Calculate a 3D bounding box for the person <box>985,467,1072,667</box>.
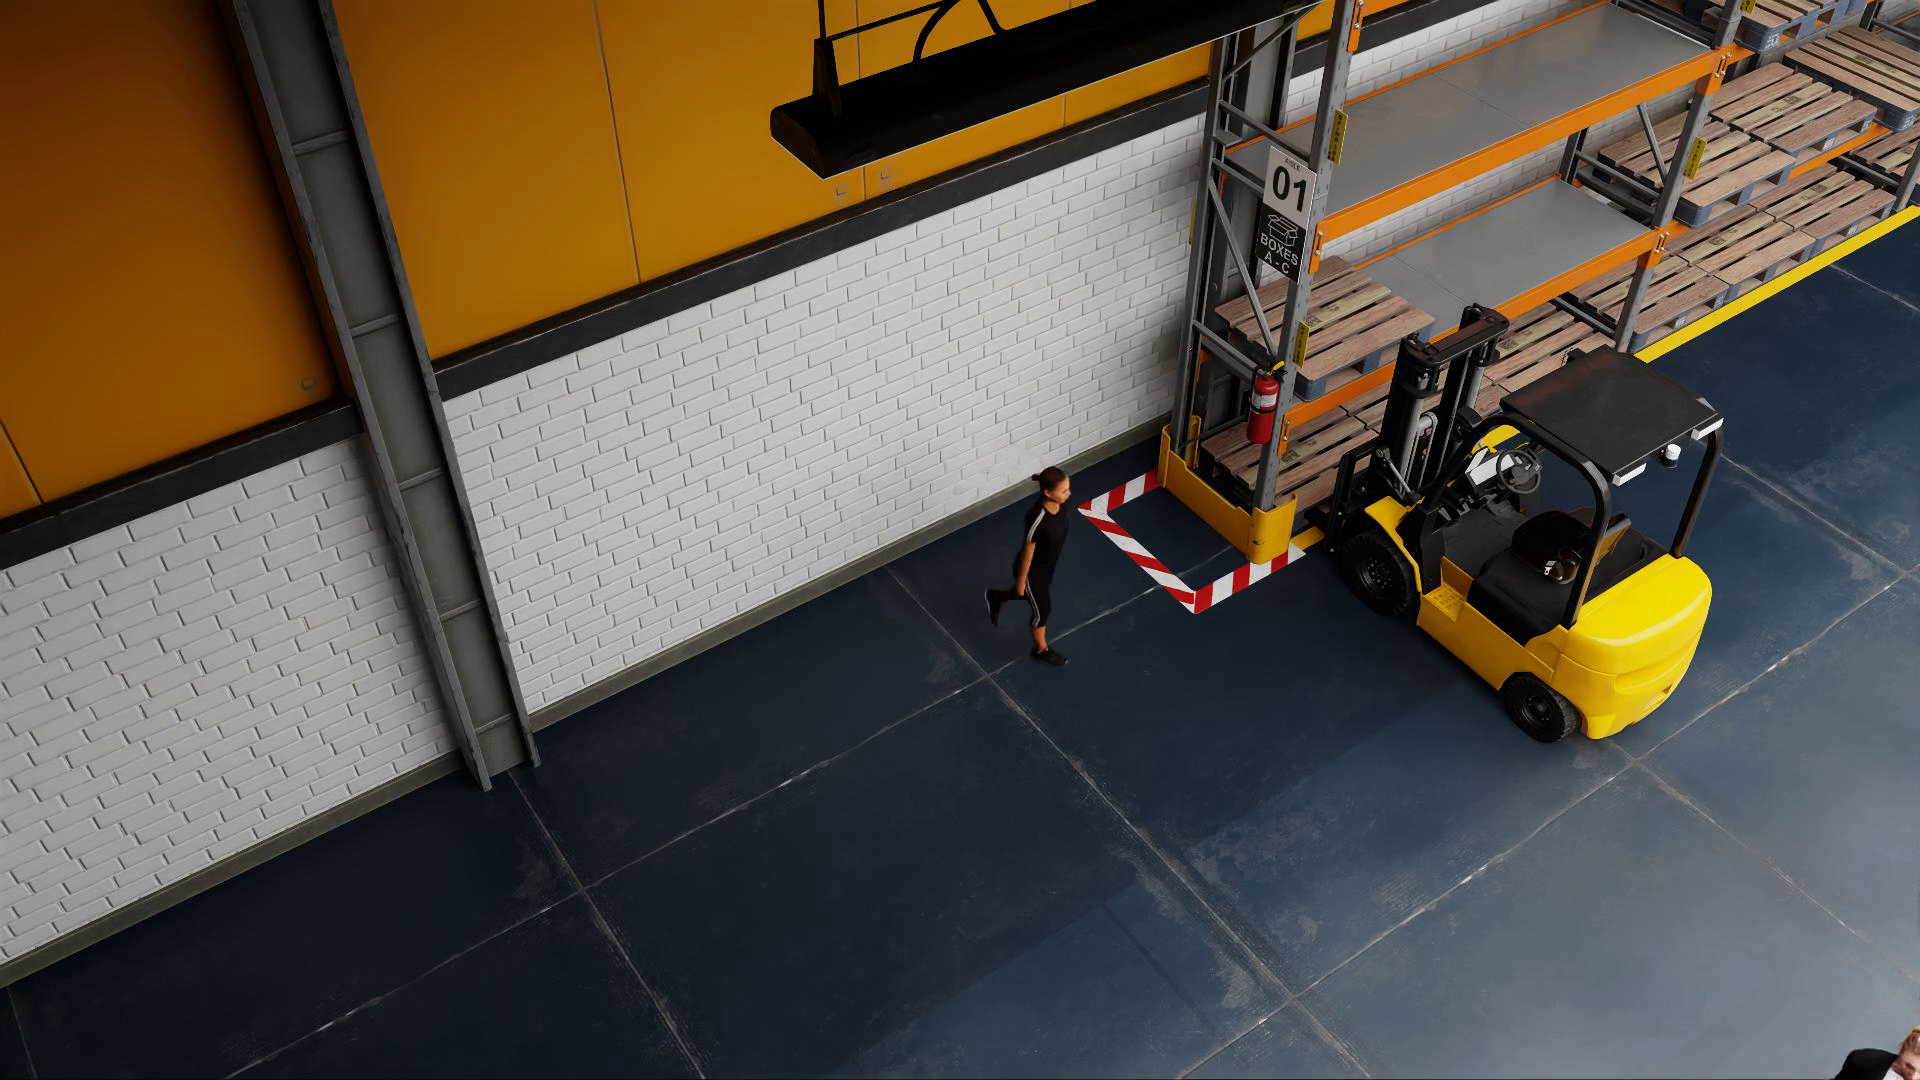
[{"bbox_3d":[0.439,0.127,10.897,0.909,1.641,0.978,26,49,25],"label":"person"}]
